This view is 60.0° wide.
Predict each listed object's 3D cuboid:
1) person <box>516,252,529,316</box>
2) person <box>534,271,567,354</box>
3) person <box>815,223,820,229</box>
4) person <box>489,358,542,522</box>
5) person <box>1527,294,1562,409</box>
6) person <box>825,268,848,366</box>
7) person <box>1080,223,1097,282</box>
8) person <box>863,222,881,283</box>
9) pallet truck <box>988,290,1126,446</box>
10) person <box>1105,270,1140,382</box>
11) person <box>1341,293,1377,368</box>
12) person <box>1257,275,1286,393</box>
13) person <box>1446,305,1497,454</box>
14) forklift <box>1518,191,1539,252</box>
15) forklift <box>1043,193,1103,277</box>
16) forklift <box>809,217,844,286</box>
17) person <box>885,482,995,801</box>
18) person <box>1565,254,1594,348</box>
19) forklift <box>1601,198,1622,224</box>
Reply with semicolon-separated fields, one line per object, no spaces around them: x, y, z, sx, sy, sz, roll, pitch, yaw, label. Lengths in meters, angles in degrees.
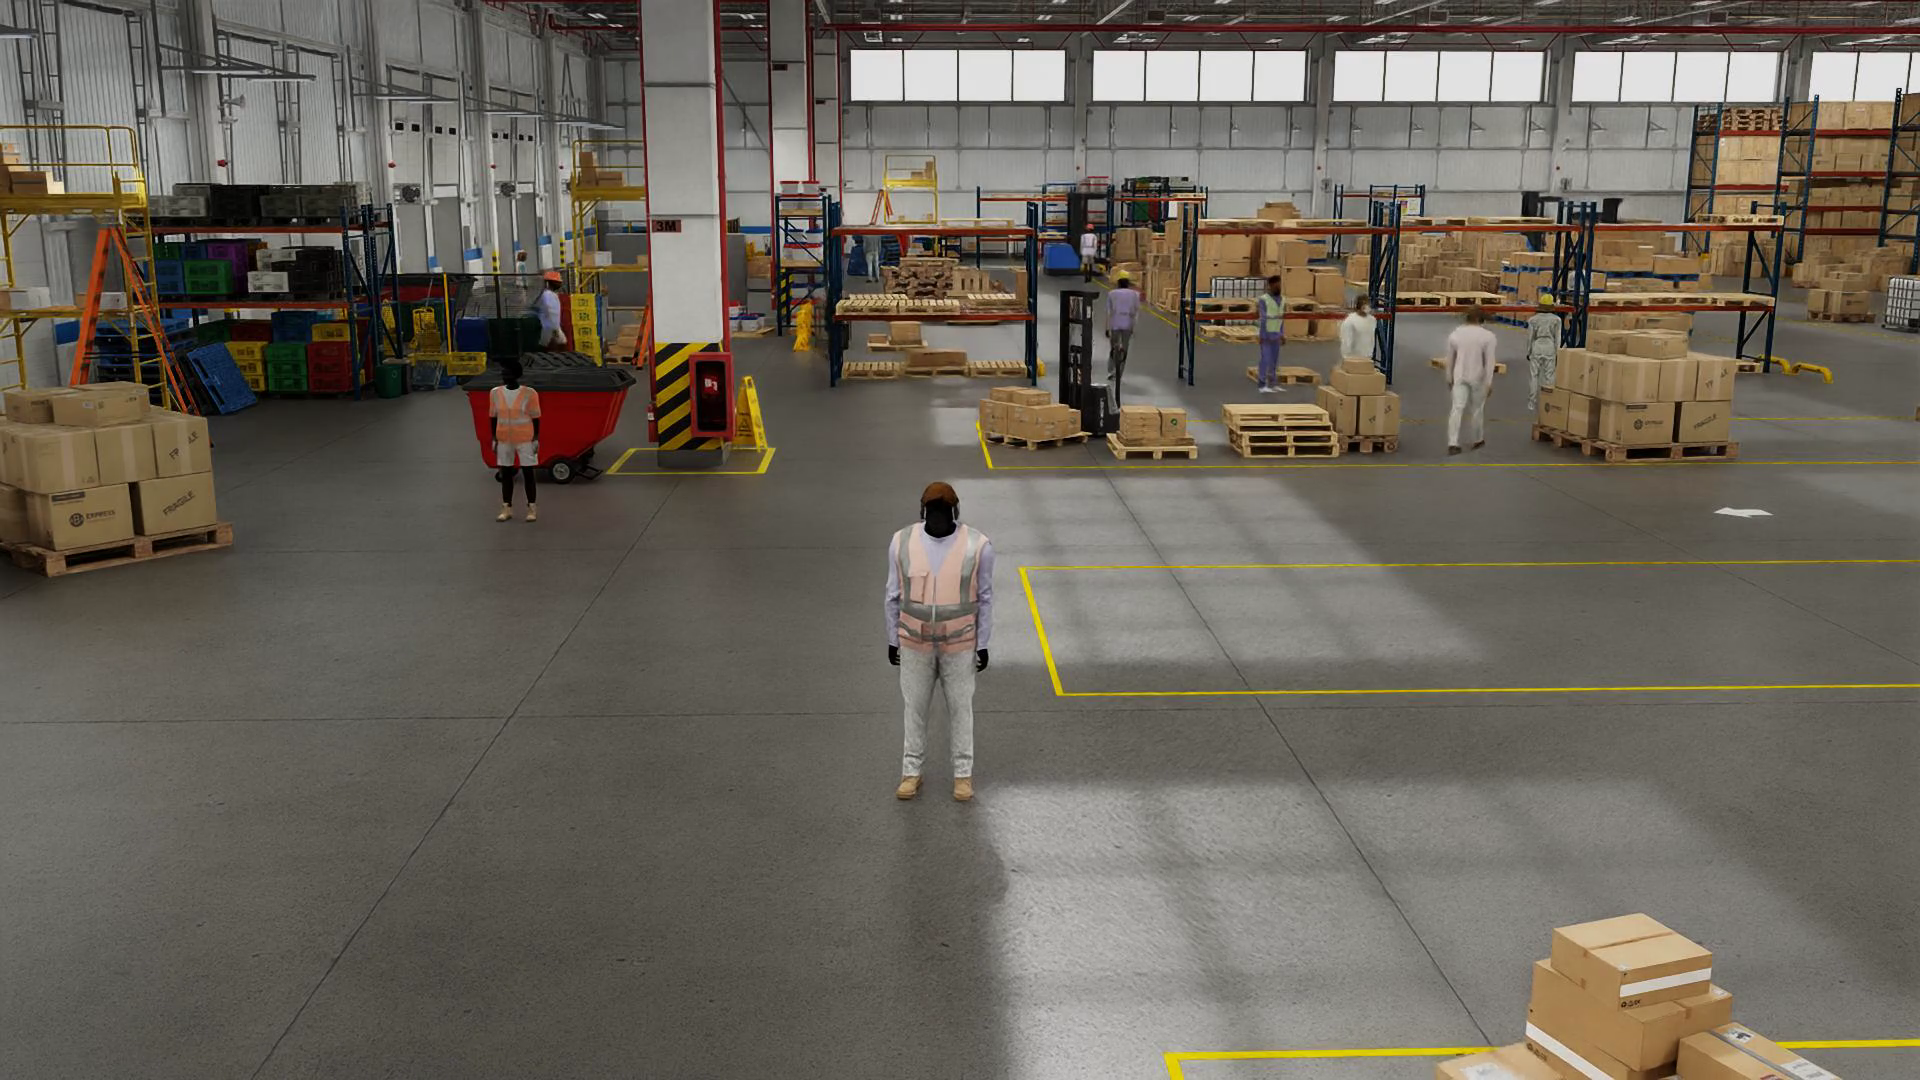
-10.721;-6.242;40.755;0.313;1.633;0.521;-6;14;-25;person
-7.088;-3.691;28.662;1.022;1.887;0.556;3;13;12;person
-4.852;-9.730;55.998;0.584;1.858;0.838;-9;15;-34;person
-4.545;-1.022;17.021;0.535;1.699;0.322;1;13;4;person
8.809;-2.836;25.114;0.484;1.744;0.295;5;13;21;person
-2.297;-4.116;30.699;0.517;1.825;0.425;11;17;41;person
4.177;-9.310;53.951;0.547;1.918;0.784;1;13;3;person
-2.848;-9.280;53.763;0.627;1.940;0.375;-5;14;-23;person
1.257;-2.299;22.111;1.885;1.965;0.823;-9;15;-35;pallet truck
2.787;-3.690;28.637;0.583;1.882;0.747;1;13;3;person
5.542;-2.528;23.389;0.640;1.906;0.969;-7;14;-30;person
5.055;-3.356;27.069;0.595;1.916;0.392;-10;16;-38;person
6.511;-2.050;21.252;0.644;1.891;1.005;8;15;33;person
21.467;-11.785;62.930;1.873;2.768;1.129;0;12;-2;forklift
3.845;-10.398;56.667;1.873;2.768;1.129;-2;13;-8;forklift
-4.373;-8.620;48.640;1.873;2.768;1.129;0;12;-2;forklift
-0.122;0.577;9.477;0.625;1.846;0.429;1;13;6;person
12.302;-4.728;33.147;0.605;1.966;0.367;-7;14;-27;person
18.157;-8.170;46.607;1.873;2.768;1.129;6;14;27;forklift
